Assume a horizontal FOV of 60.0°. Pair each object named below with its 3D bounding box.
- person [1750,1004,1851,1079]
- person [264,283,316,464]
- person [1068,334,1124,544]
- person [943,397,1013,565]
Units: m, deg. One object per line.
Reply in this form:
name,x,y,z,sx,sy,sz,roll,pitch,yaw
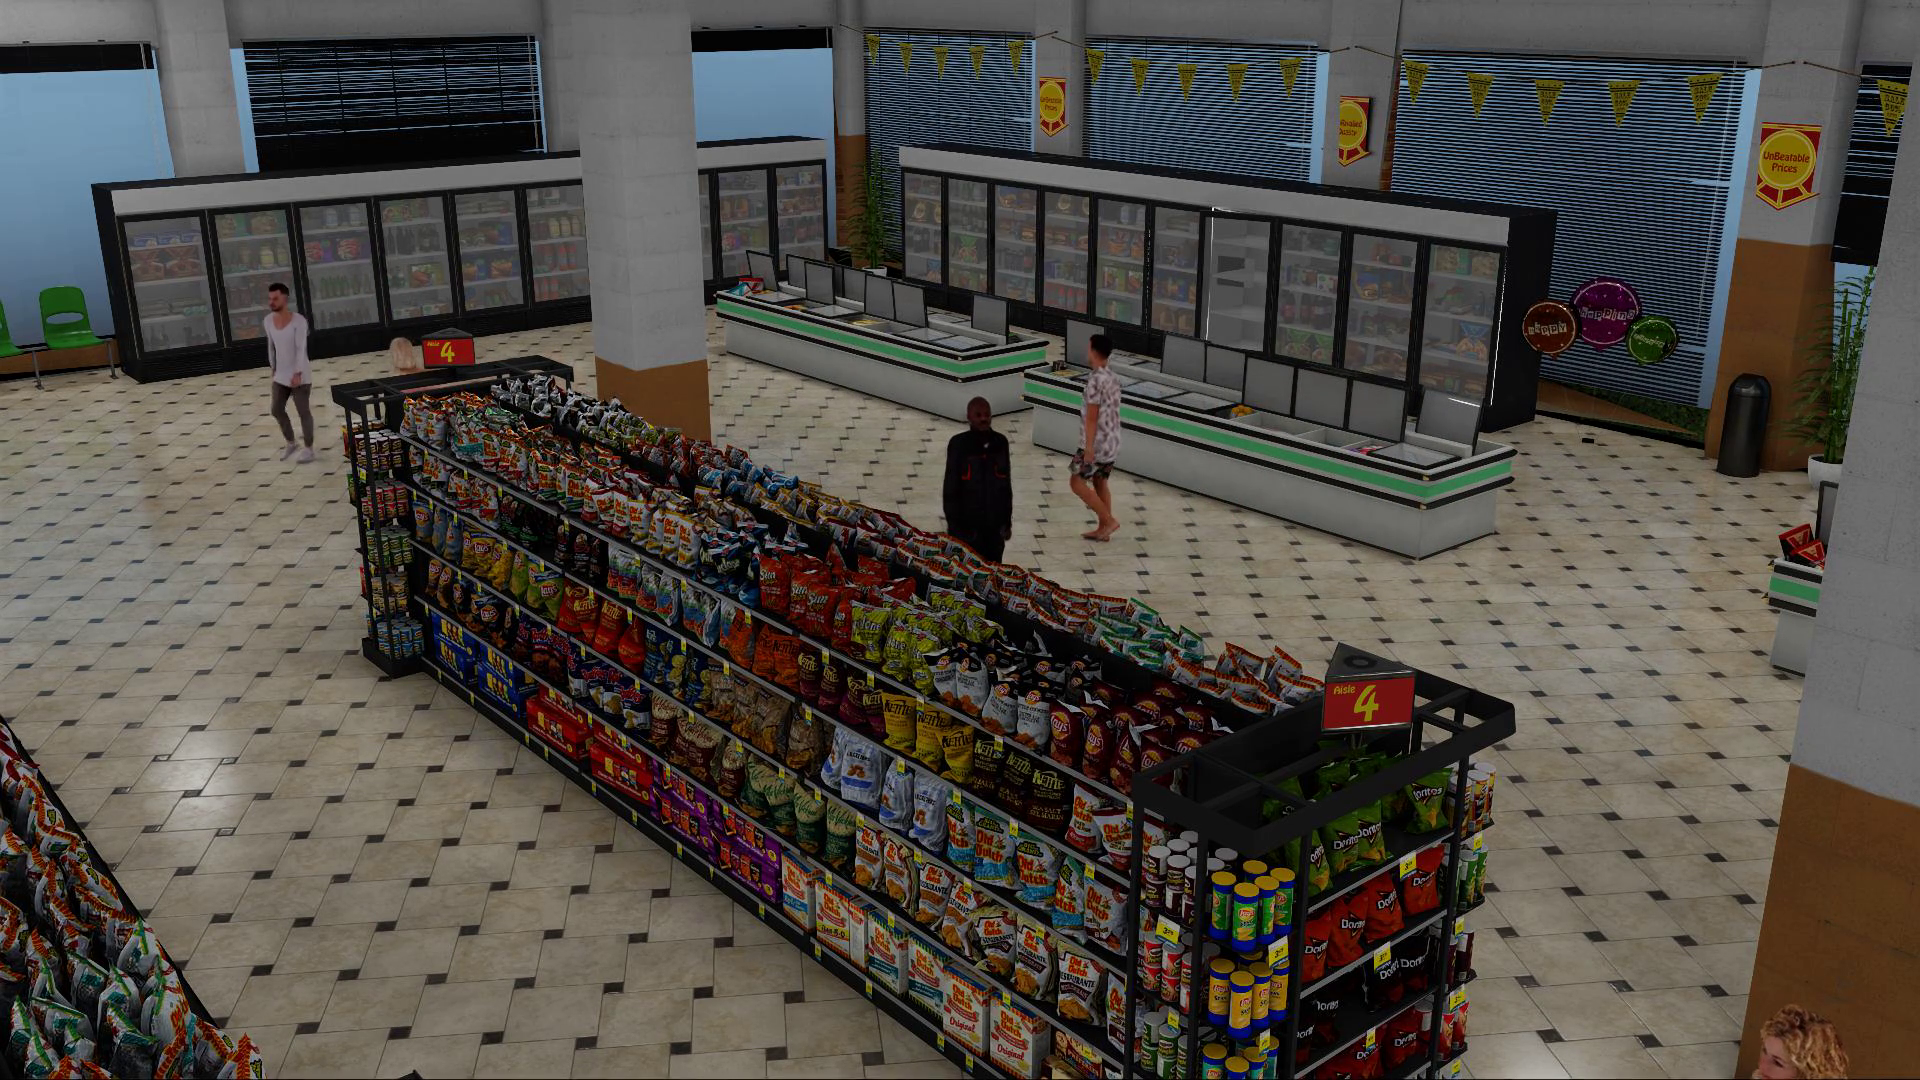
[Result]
person,2.680,2.218,5.302,0.788,1.662,0.723,1,19,2
person,-6.622,-1.684,16.616,0.763,1.826,0.848,5,19,14
person,1.255,-0.826,14.104,0.824,1.805,0.798,10,21,28
person,0.135,-0.163,12.108,0.763,1.825,0.701,-8,20,-23
